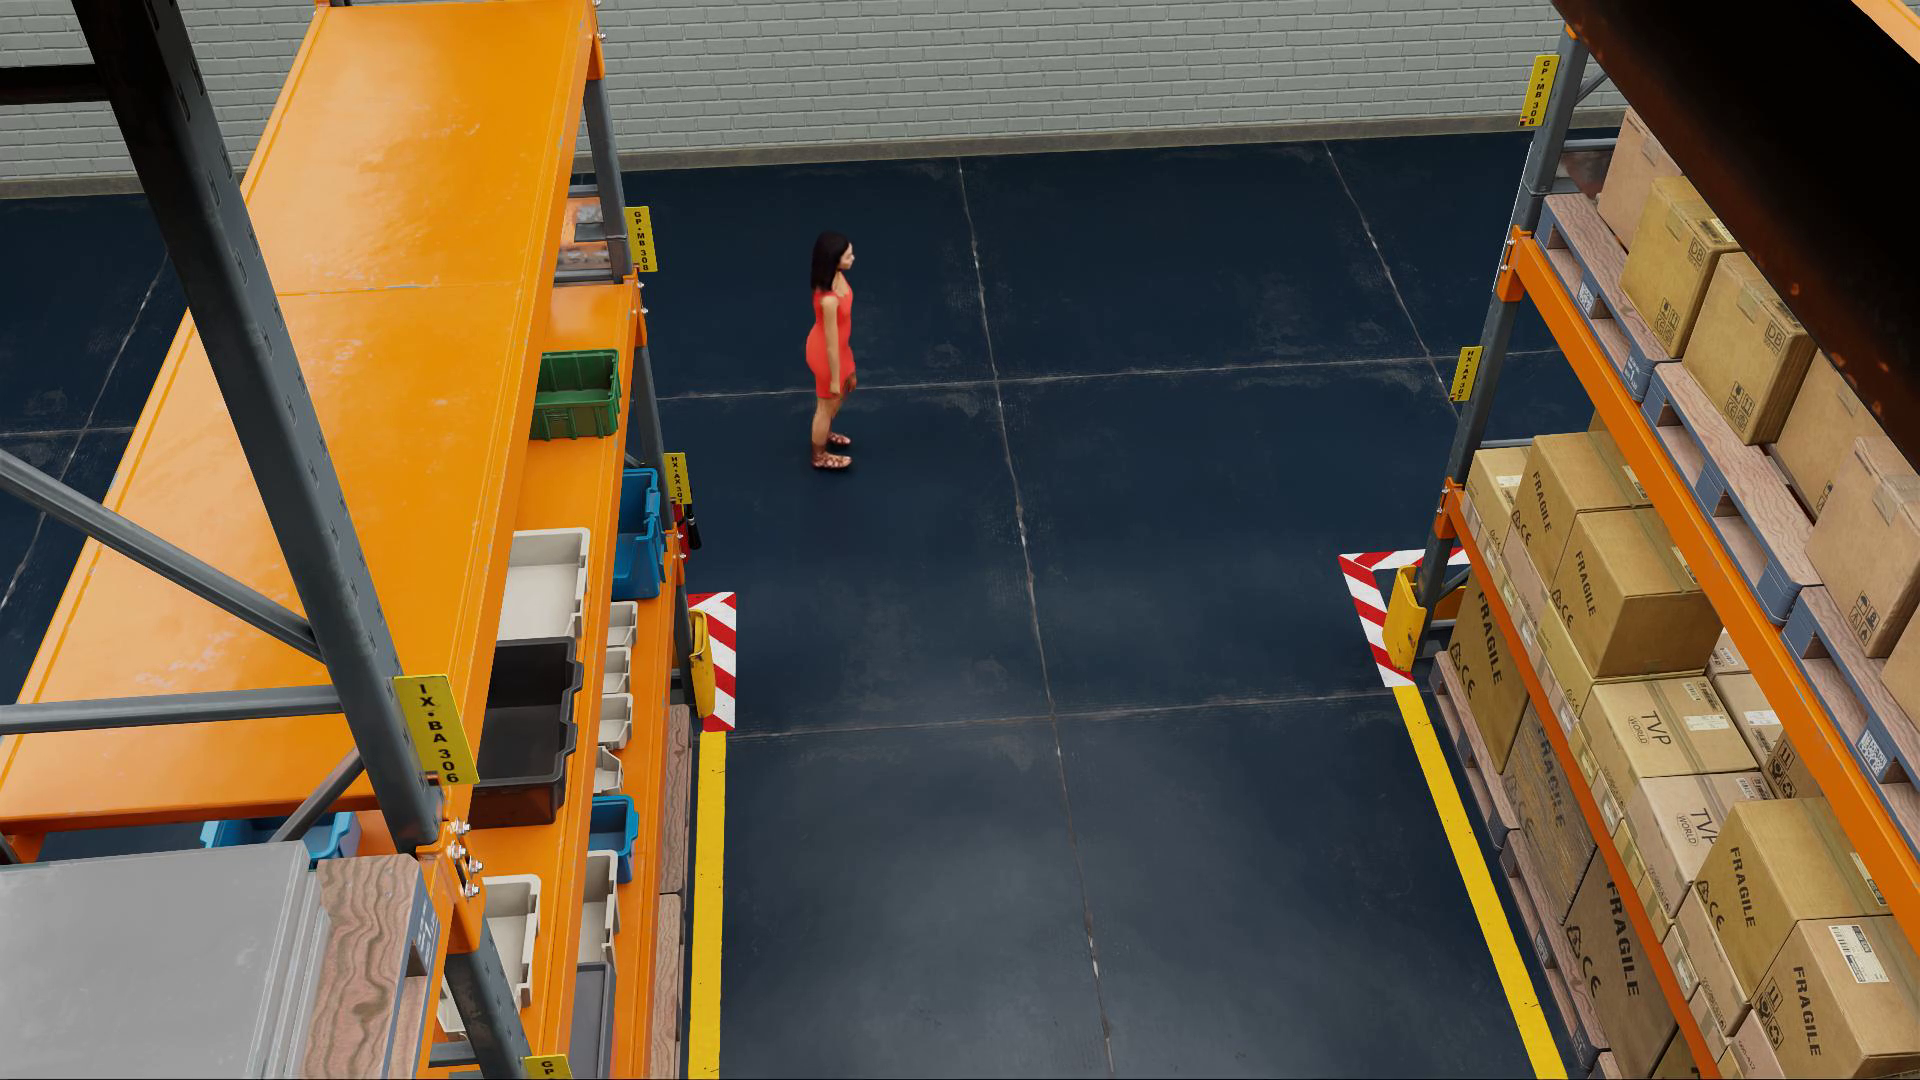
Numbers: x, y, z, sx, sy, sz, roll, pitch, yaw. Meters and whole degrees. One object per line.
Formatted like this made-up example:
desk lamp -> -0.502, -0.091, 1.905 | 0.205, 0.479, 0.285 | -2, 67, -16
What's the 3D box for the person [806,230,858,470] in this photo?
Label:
person -> -0.821, -1.122, 10.057 | 0.662, 1.703, 0.502 | -5, 43, -6
